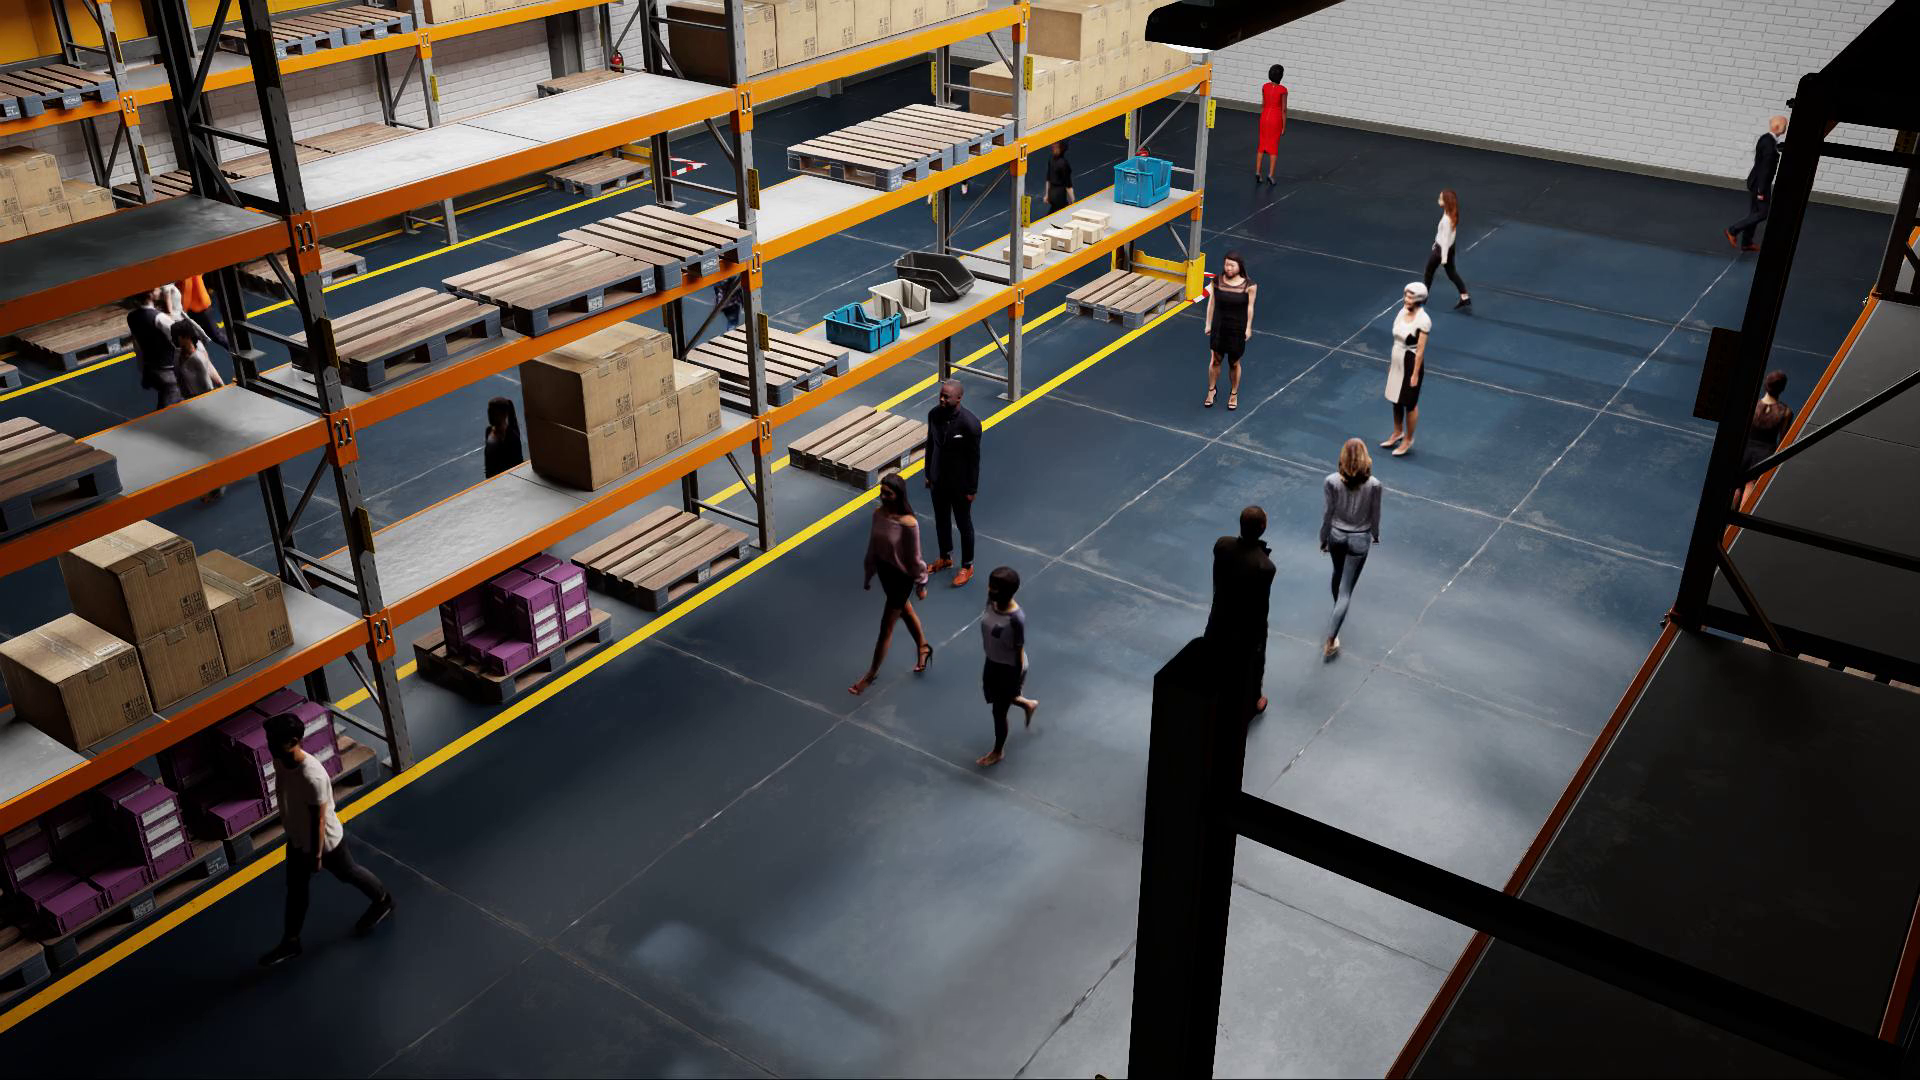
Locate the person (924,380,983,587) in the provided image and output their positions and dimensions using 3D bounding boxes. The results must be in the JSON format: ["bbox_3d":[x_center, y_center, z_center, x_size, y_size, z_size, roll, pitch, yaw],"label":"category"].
[{"bbox_3d":[-0.057,-0.500,14.010,0.706,1.818,0.598,21,35,34],"label":"person"}]

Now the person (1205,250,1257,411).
[{"bbox_3d":[2.774,-2.172,17.181,0.702,1.718,0.674,11,30,19],"label":"person"}]

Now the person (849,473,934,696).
[{"bbox_3d":[-0.415,0.301,12.596,0.776,1.766,1.138,25,38,38],"label":"person"}]

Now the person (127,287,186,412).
[{"bbox_3d":[-7.625,-1.504,15.785,0.738,1.883,1.237,13,31,22],"label":"person"}]

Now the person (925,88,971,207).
[{"bbox_3d":[-0.136,-5.562,23.448,0.697,1.668,1.115,25,37,37],"label":"person"}]

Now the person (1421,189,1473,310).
[{"bbox_3d":[5.834,-3.420,19.745,0.619,1.453,0.936,18,33,30],"label":"person"}]

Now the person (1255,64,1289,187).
[{"bbox_3d":[4.539,-6.064,24.289,0.547,1.744,0.485,19,34,30],"label":"person"}]

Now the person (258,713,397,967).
[{"bbox_3d":[-3.817,1.741,10.051,0.699,1.675,1.114,22,35,34],"label":"person"}]

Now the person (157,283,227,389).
[{"bbox_3d":[-8.112,-2.071,16.968,1.123,1.744,0.853,-19,34,-31],"label":"person"}]

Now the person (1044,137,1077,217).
[{"bbox_3d":[1.158,-4.263,21.083,1.168,1.651,0.984,-11,30,-19],"label":"person"}]

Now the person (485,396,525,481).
[{"bbox_3d":[-3.847,-0.542,14.390,0.574,1.528,1.048,17,33,28],"label":"person"}]

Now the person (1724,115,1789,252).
[{"bbox_3d":[10.302,-4.612,21.580,0.894,1.788,0.843,9,30,16],"label":"person"}]

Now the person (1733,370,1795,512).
[{"bbox_3d":[6.906,-0.647,14.483,0.587,1.623,1.116,20,34,32],"label":"person"}]

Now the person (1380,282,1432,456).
[{"bbox_3d":[4.383,-1.675,16.234,0.700,1.751,0.679,-11,30,-19],"label":"person"}]

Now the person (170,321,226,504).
[{"bbox_3d":[-6.937,-1.235,15.424,0.634,1.755,0.913,18,33,30],"label":"person"}]

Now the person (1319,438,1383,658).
[{"bbox_3d":[3.032,0.084,13.015,0.724,1.746,1.175,13,31,22],"label":"person"}]

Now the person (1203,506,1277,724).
[{"bbox_3d":[1.906,0.648,11.855,0.811,1.867,1.309,22,36,35],"label":"person"}]

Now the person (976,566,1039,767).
[{"bbox_3d":[0.364,0.854,11.807,0.921,1.551,0.740,-18,34,-30],"label":"person"}]
